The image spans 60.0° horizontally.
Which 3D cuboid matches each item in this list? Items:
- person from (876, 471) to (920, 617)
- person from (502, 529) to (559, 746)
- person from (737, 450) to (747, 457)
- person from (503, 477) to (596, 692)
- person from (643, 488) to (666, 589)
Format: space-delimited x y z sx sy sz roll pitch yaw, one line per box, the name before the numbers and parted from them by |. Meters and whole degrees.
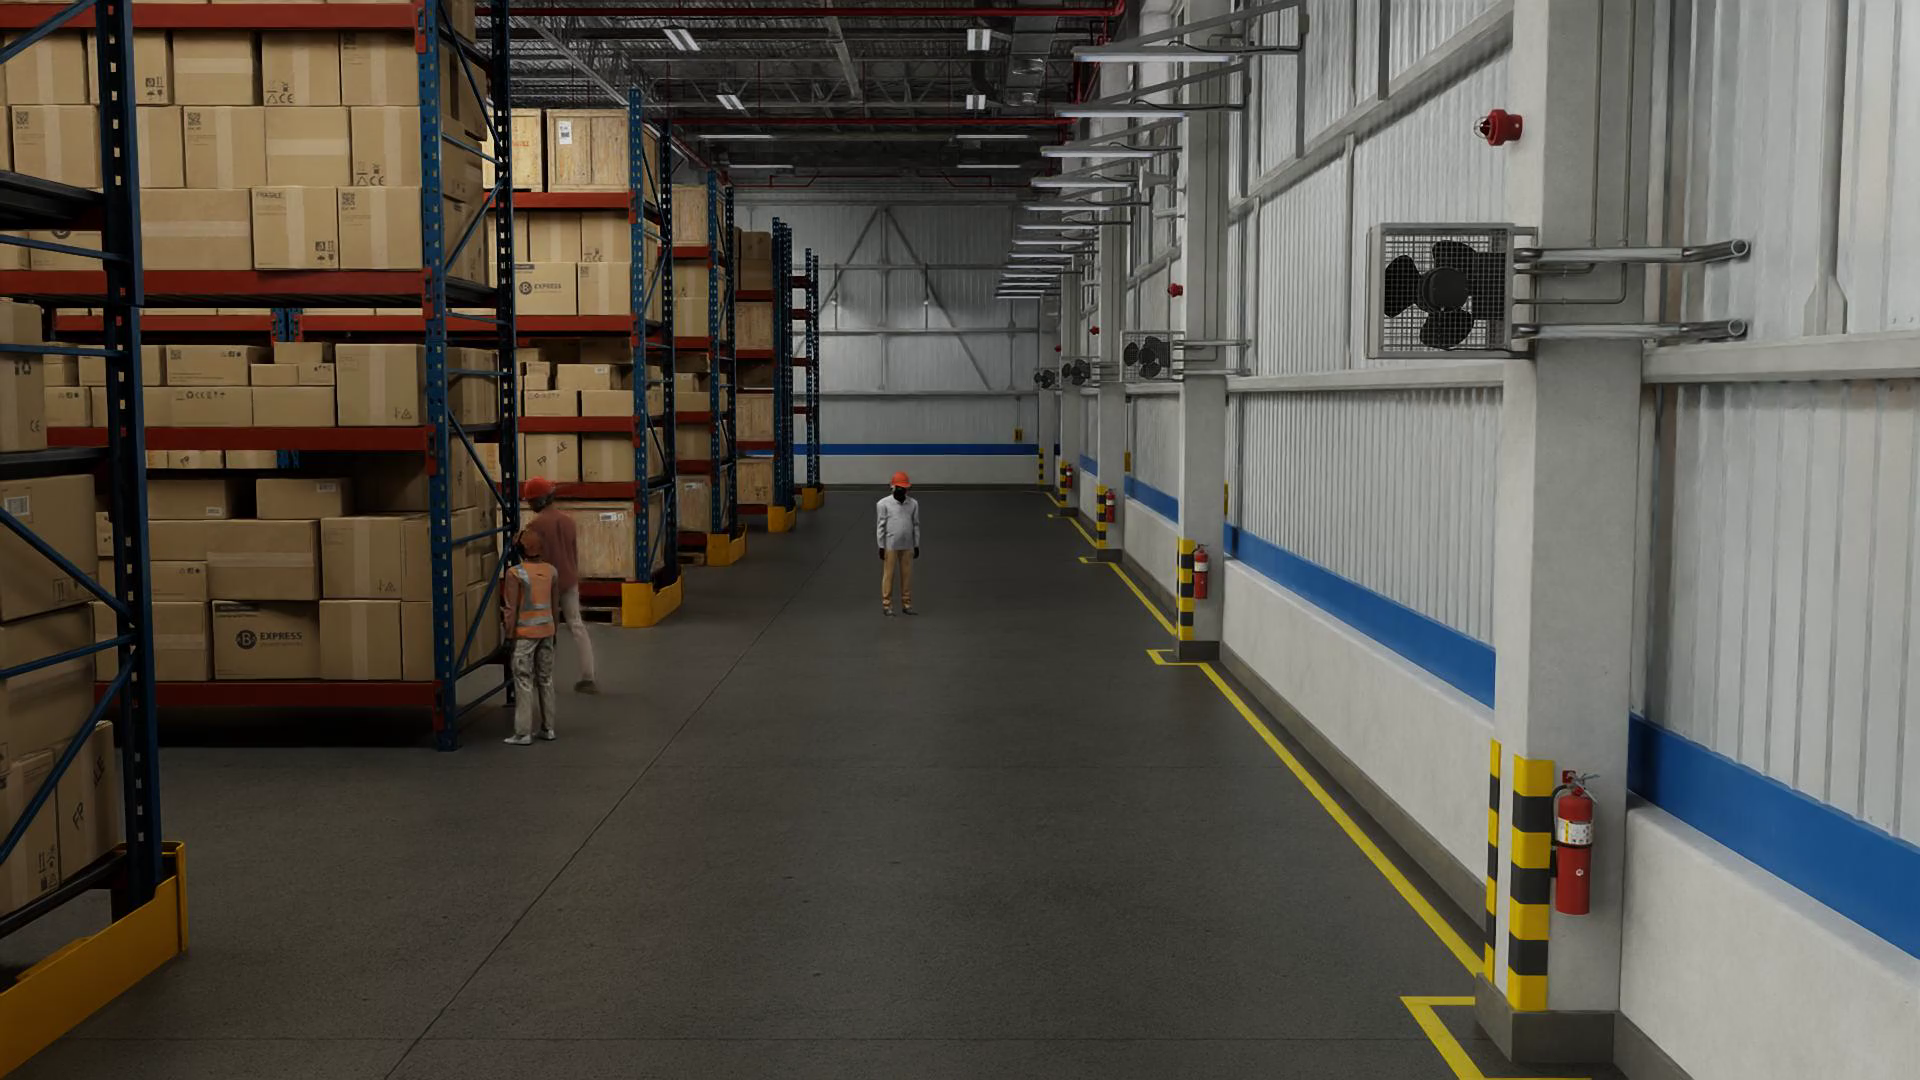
person | -0.724 0.049 19.886 0.568 1.744 0.351 -3 6 -28
person | -3.237 0.732 12.585 0.313 1.632 0.525 3 6 31
person | -5.639 -1.891 42.697 0.468 1.713 0.496 3 6 32
person | -3.641 0.399 14.809 1.070 1.917 0.648 4 6 37
person | -4.200 -0.260 22.530 0.628 1.916 0.571 2 5 26
